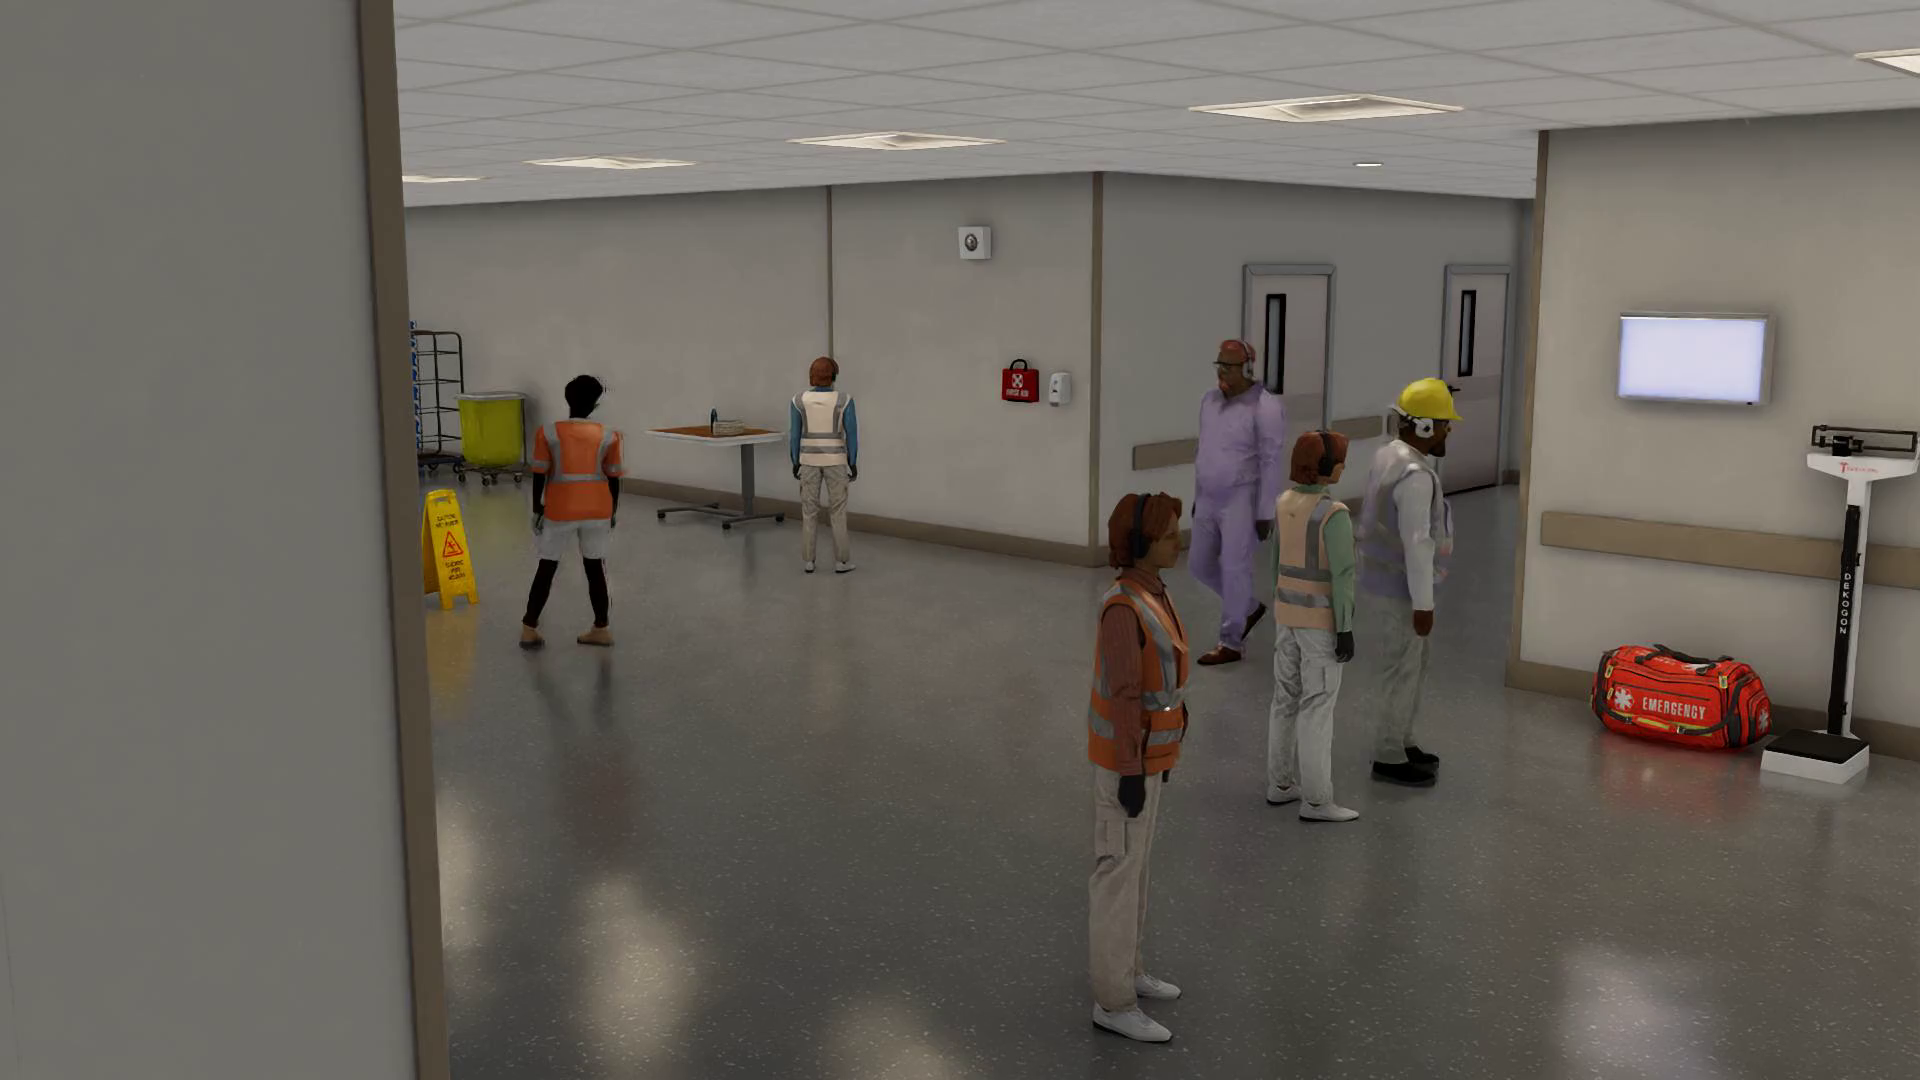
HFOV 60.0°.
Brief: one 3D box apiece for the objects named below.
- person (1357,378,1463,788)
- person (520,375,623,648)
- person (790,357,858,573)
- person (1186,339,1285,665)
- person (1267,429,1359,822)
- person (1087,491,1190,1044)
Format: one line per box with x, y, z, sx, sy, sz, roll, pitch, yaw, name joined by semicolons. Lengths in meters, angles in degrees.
2.003;0.191;7.415;0.443;1.818;0.633;1;9;4;person
-2.347;-0.159;10.040;0.641;1.664;0.354;-4;10;-21;person
-1.027;-0.561;12.583;0.523;1.638;0.311;1;9;8;person
1.607;-0.224;9.716;0.514;1.894;0.663;-6;11;-31;person
1.474;0.354;6.966;0.305;1.639;0.522;-4;10;-21;person
0.538;0.668;5.040;0.312;1.642;0.512;2;10;15;person
